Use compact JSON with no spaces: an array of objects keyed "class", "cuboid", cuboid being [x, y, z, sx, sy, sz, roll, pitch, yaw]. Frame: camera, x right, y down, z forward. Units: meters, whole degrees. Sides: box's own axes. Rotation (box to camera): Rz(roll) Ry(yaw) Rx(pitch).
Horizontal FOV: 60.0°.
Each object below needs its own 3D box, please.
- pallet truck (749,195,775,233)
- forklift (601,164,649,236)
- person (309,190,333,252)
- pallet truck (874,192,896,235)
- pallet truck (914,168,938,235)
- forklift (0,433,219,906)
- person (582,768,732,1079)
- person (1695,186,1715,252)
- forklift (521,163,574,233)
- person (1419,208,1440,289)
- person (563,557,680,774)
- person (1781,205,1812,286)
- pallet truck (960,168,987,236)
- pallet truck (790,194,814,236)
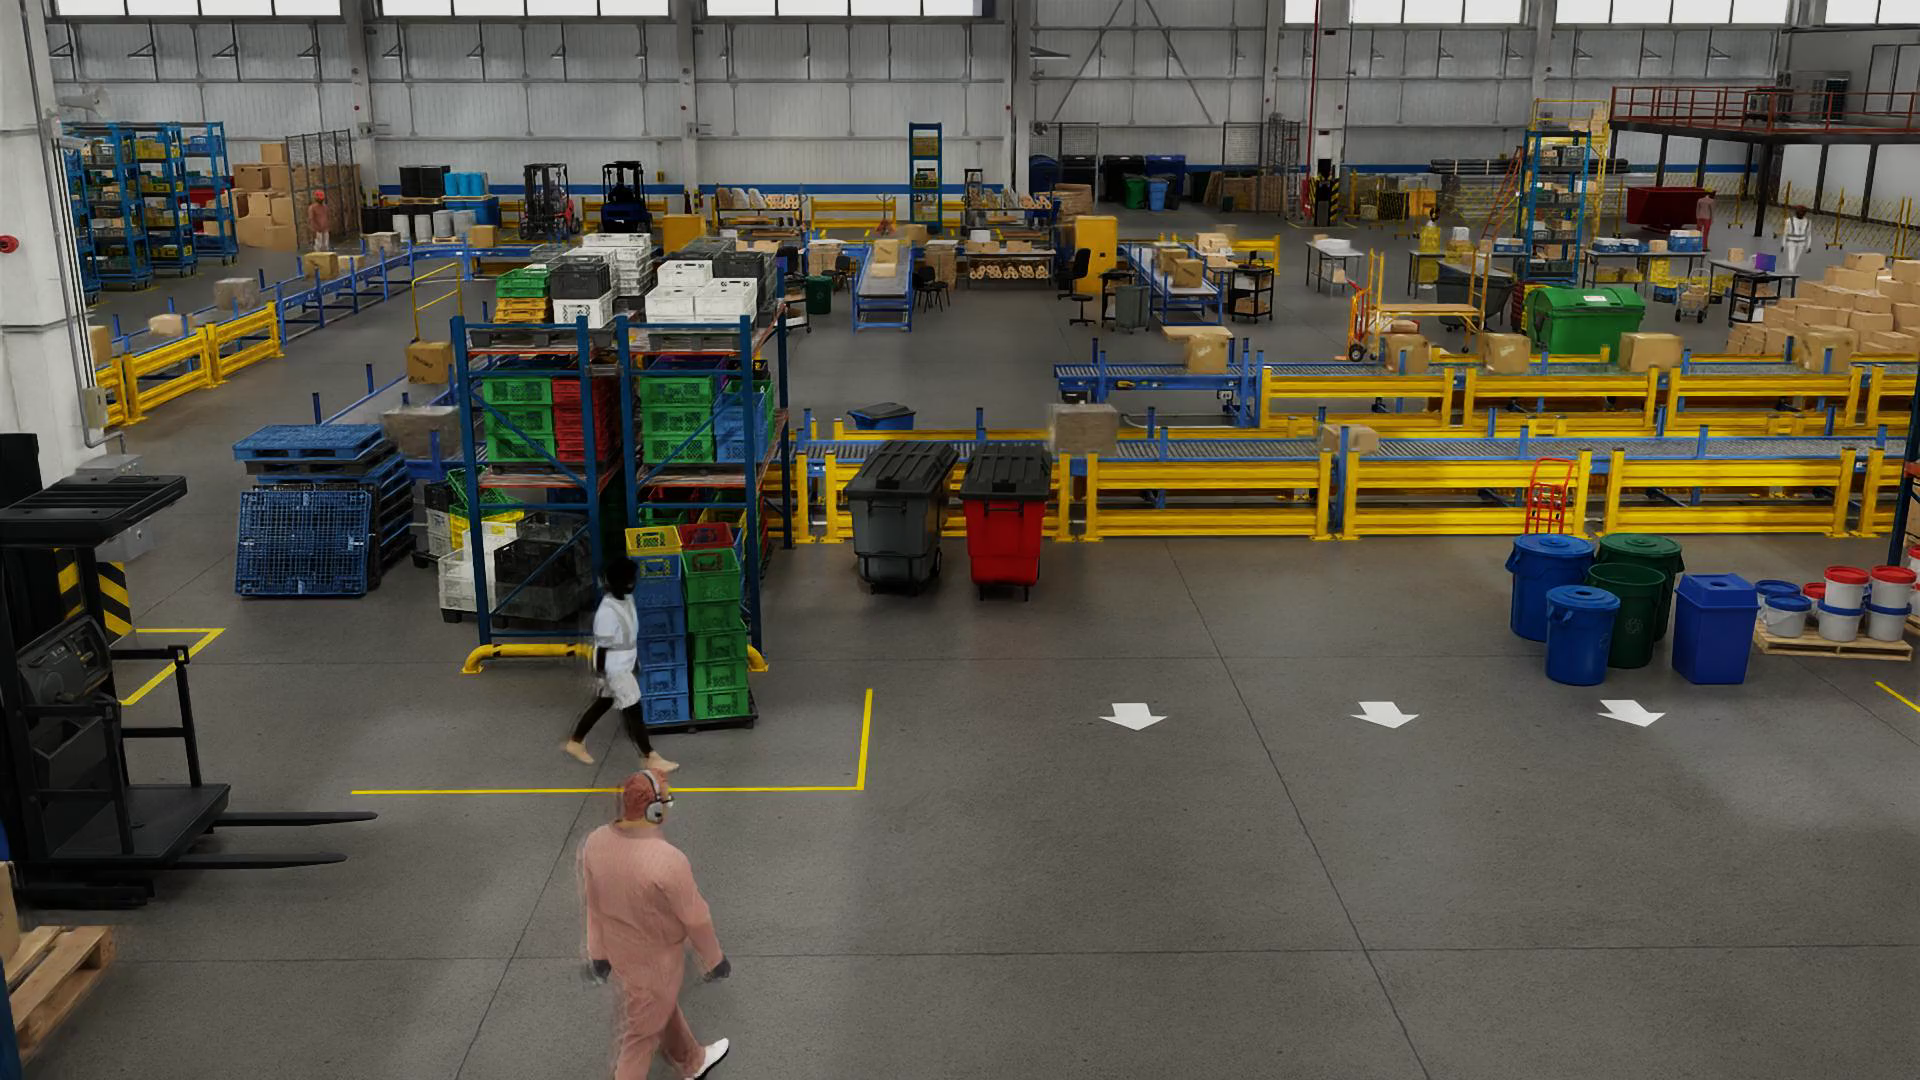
[{"class":"pallet truck","cuboid":[-6.051,-9.967,50.660,0.680,1.201,1.601,0,16,-1]},{"class":"forklift","cuboid":[-9.948,-10.127,49.296,1.157,1.987,2.680,-1,16,-3]},{"class":"person","cuboid":[-15.942,-7.734,41.554,0.400,1.984,0.610,7,18,24]},{"class":"pallet truck","cuboid":[-2.277,-9.986,50.594,0.653,1.274,1.630,0,16,-1]},{"class":"pallet truck","cuboid":[-0.989,-10.316,50.507,0.823,1.965,1.885,1,16,3]},{"class":"forklift","cuboid":[-5.952,0.780,10.366,1.873,2.768,1.129,0,16,-1]},{"class":"person","cuboid":[-1.418,1.972,8.044,0.644,1.857,0.977,14,21,40]},{"class":"person","cuboid":[20.496,-8.831,45.757,0.309,1.769,0.524,-11,19,-33]},{"class":"forklift","cuboid":[-12.233,-10.122,49.298,1.157,1.987,2.680,0,16,-1]},{"class":"person","cuboid":[10.780,-6.685,38.149,0.336,1.857,0.498,5,17,16]},{"class":"person","cuboid":[-2.540,0.908,12.117,0.890,1.647,0.539,1,16,2]},{"class":"person","cuboid":[19.459,-6.820,38.597,0.613,1.856,0.803,1,16,2]},{"class":"pallet truck","cuboid":[0.383,-10.230,50.206,0.823,1.965,1.885,-1,16,-3]},{"class":"pallet truck","cuboid":[-4.814,-9.883,50.259,0.704,1.261,1.522,-1,16,-3]}]
